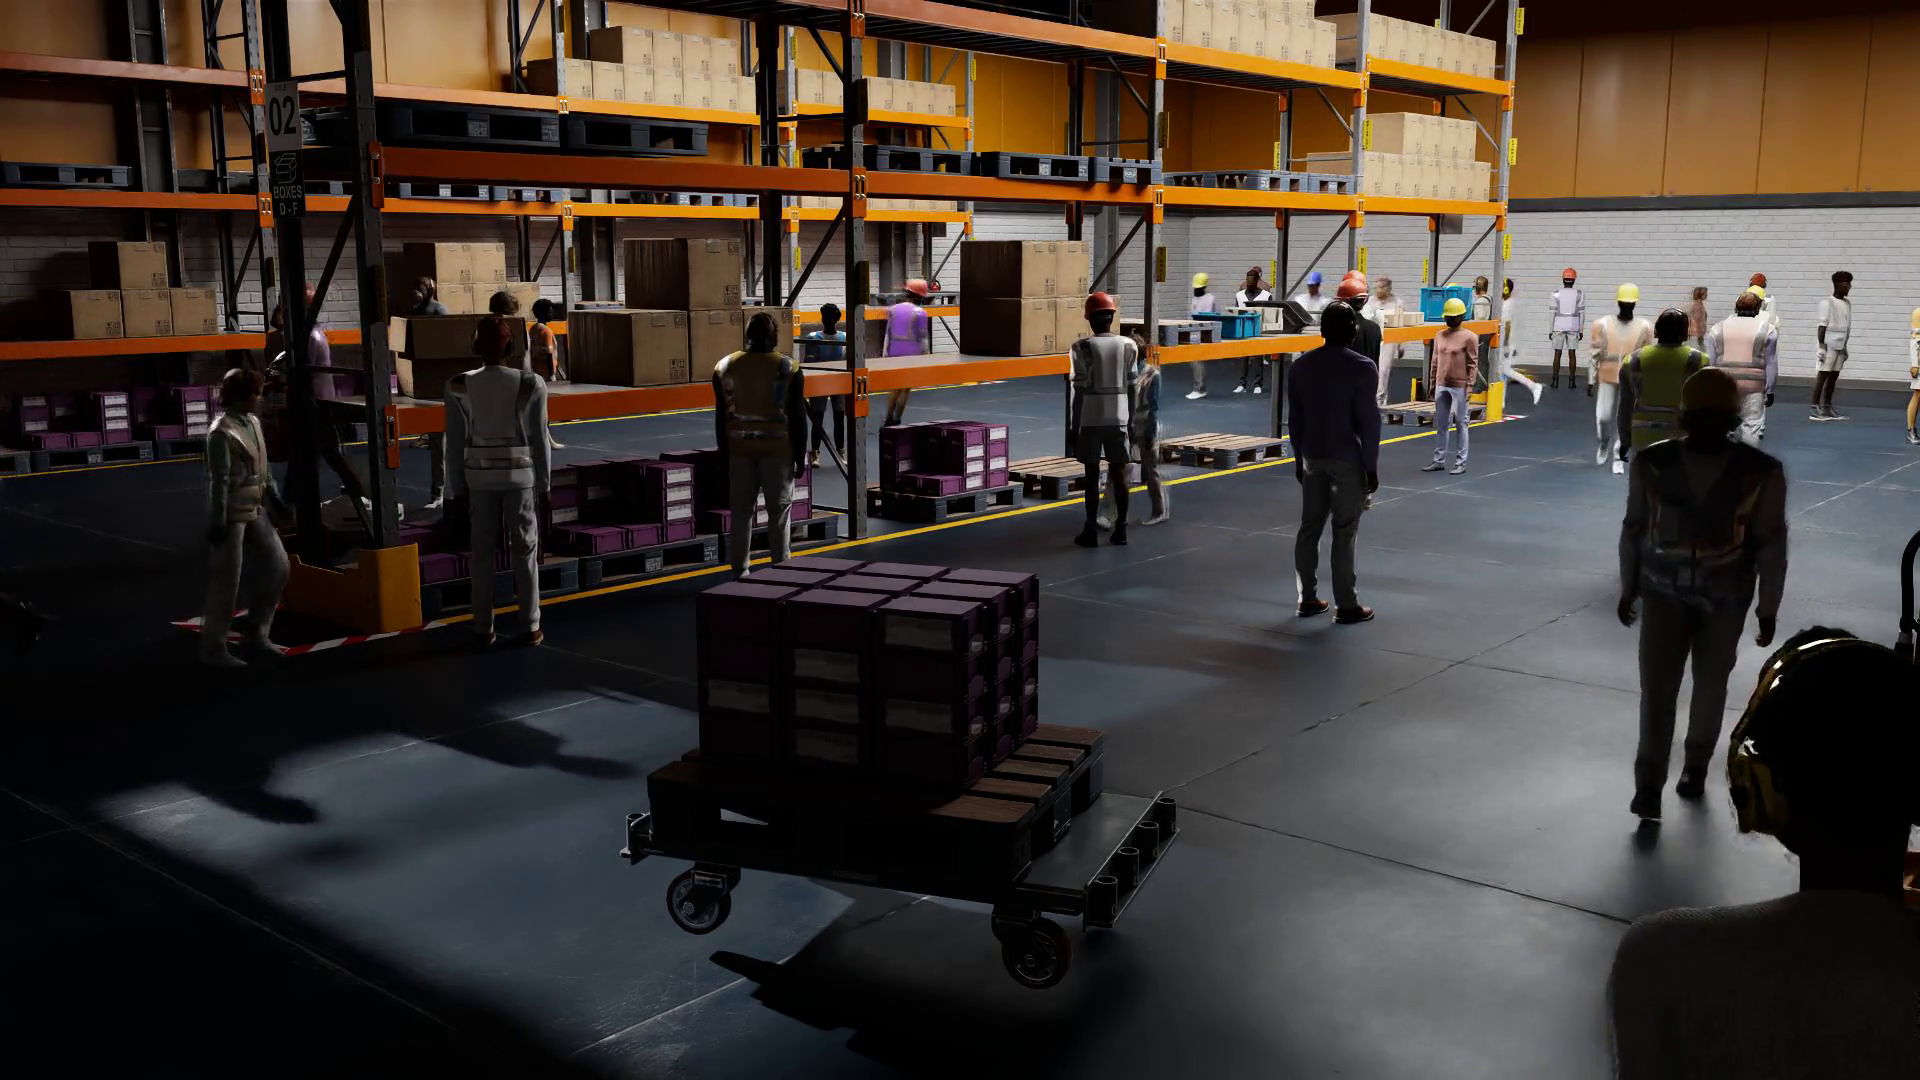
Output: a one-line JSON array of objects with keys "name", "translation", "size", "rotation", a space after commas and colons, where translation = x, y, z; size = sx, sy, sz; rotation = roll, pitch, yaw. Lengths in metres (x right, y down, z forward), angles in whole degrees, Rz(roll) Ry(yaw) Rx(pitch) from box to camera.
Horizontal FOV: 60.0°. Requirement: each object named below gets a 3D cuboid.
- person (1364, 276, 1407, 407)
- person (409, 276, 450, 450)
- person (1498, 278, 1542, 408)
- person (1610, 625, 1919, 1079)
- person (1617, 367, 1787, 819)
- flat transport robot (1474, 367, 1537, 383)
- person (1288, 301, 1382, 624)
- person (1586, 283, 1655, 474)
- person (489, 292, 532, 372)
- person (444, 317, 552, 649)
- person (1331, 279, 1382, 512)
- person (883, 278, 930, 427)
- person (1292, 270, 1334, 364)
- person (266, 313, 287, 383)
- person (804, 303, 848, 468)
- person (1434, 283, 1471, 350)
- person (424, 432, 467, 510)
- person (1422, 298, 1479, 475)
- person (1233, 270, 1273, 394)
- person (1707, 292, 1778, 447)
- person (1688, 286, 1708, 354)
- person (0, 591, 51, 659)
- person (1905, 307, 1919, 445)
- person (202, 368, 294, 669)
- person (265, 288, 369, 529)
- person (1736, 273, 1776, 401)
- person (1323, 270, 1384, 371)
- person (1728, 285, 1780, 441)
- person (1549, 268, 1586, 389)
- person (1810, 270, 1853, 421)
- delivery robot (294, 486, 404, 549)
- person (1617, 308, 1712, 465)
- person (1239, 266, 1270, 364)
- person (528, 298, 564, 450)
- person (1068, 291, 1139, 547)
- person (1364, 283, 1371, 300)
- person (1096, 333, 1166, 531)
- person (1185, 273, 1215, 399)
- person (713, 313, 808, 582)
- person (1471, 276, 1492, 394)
[{"name": "person", "translation": [5.902, -2.751, 23.243], "size": [0.647, 1.880, 0.867], "rotation": [7, 12, 34]}, {"name": "person", "translation": [-5.962, -1.981, 18.680], "size": [0.632, 1.940, 0.372], "rotation": [7, 12, 34]}, {"name": "person", "translation": [7.812, -2.757, 23.381], "size": [0.757, 1.839, 0.558], "rotation": [5, 11, 24]}, {"name": "person", "translation": [1.052, 1.006, 2.007], "size": [0.535, 1.818, 0.966], "rotation": [5, 11, 28]}, {"name": "person", "translation": [2.919, 0.216, 6.592], "size": [0.623, 1.782, 0.911], "rotation": [5, 11, 27]}, {"name": "flat transport robot", "translation": [8.933, -2.770, 27.915], "size": [1.431, 0.197, 0.652], "rotation": [-6, 11, -29]}, {"name": "person", "translation": [2.263, -0.466, 10.052], "size": [0.372, 1.940, 0.631], "rotation": [-9, 14, -43]}, {"name": "person", "translation": [6.627, -1.625, 16.721], "size": [0.611, 1.913, 0.492], "rotation": [4, 11, 20]}, {"name": "person", "translation": [-3.798, -1.164, 14.207], "size": [0.335, 1.893, 0.796], "rotation": [2, 10, 10]}, {"name": "person", "translation": [-2.595, -0.317, 9.393], "size": [0.569, 1.878, 0.351], "rotation": [-1, 10, -7]}, {"name": "person", "translation": [3.332, -1.228, 14.228], "size": [0.623, 1.992, 0.396], "rotation": [-8, 13, -38]}, {"name": "person", "translation": [-0.640, -2.214, 20.146], "size": [0.590, 1.886, 0.552], "rotation": [7, 12, 35]}, {"name": "person", "translation": [4.975, -2.841, 23.568], "size": [0.634, 1.935, 0.439], "rotation": [6, 12, 30]}, {"name": "person", "translation": [-7.270, -1.689, 17.922], "size": [0.504, 1.628, 0.283], "rotation": [7, 12, 33]}, {"name": "person", "translation": [-1.343, -1.585, 17.110], "size": [0.524, 1.697, 0.319], "rotation": [-2, 10, -14]}, {"name": "person", "translation": [6.889, -2.720, 23.367], "size": [0.533, 1.772, 0.298], "rotation": [3, 10, 14]}, {"name": "person", "translation": [-4.435, -1.070, 14.358], "size": [0.497, 1.633, 0.283], "rotation": [0, 10, 2]}, {"name": "person", "translation": [4.915, -1.535, 16.644], "size": [0.327, 1.763, 0.523], "rotation": [-7, 12, -36]}, {"name": "person", "translation": [4.545, -3.227, 25.835], "size": [0.591, 1.916, 0.383], "rotation": [6, 11, 29]}, {"name": "person", "translation": [7.460, -1.442, 15.886], "size": [0.636, 1.840, 0.429], "rotation": [8, 13, 38]}, {"name": "person", "translation": [12.222, -3.386, 27.566], "size": [0.384, 1.628, 0.518], "rotation": [5, 11, 28]}, {"name": "person", "translation": [-5.292, -0.229, 8.840], "size": [0.694, 1.902, 0.552], "rotation": [0, 10, -1]}, {"name": "person", "translation": [11.163, -2.050, 19.073], "size": [0.551, 1.937, 0.357], "rotation": [-2, 10, -11]}, {"name": "person", "translation": [-3.901, -0.122, 9.001], "size": [0.445, 1.612, 0.534], "rotation": [0, 10, -2]}, {"name": "person", "translation": [-5.106, -1.008, 13.066], "size": [1.028, 1.983, 0.602], "rotation": [-4, 11, -20]}, {"name": "person", "translation": [11.734, -2.989, 24.571], "size": [0.585, 1.881, 0.343], "rotation": [9, 13, 41]}, {"name": "person", "translation": [3.935, -1.690, 16.746], "size": [0.605, 2.036, 0.383], "rotation": [6, 11, 29]}, {"name": "person", "translation": [9.257, -2.064, 19.496], "size": [0.590, 1.823, 0.404], "rotation": [4, 11, 22]}, {"name": "person", "translation": [9.753, -3.400, 26.760], "size": [0.545, 1.938, 0.359], "rotation": [3, 10, 17]}, {"name": "person", "translation": [11.466, -2.548, 21.829], "size": [0.613, 1.961, 0.368], "rotation": [-6, 12, -32]}, {"name": "delivery robot", "translation": [-4.359, -0.144, 11.890], "size": [0.707, 0.478, 0.477], "rotation": [1, 10, 6]}, {"name": "person", "translation": [4.874, -0.674, 11.512], "size": [0.622, 1.845, 0.429], "rotation": [7, 12, 33]}, {"name": "person", "translation": [5.740, -4.351, 32.272], "size": [0.638, 1.905, 0.407], "rotation": [6, 12, 30]}, {"name": "person", "translation": [-4.666, -1.855, 18.645], "size": [0.317, 1.696, 0.540], "rotation": [-7, 12, -34]}, {"name": "person", "translation": [1.071, -0.908, 12.595], "size": [0.542, 1.929, 0.377], "rotation": [-3, 10, -14]}, {"name": "person", "translation": [5.974, -3.041, 25.281], "size": [0.494, 1.727, 0.567], "rotation": [-2, 10, -14]}, {"name": "person", "translation": [1.371, -0.863, 13.308], "size": [0.555, 1.584, 0.893], "rotation": [9, 13, 41]}, {"name": "person", "translation": [3.551, -3.037, 24.840], "size": [0.508, 1.885, 0.607], "rotation": [-4, 11, -21]}, {"name": "person", "translation": [-1.297, -0.573, 10.964], "size": [0.626, 1.836, 0.429], "rotation": [2, 10, 9]}, {"name": "person", "translation": [7.676, -2.957, 24.518], "size": [0.344, 1.841, 0.506], "rotation": [6, 12, 33]}]
